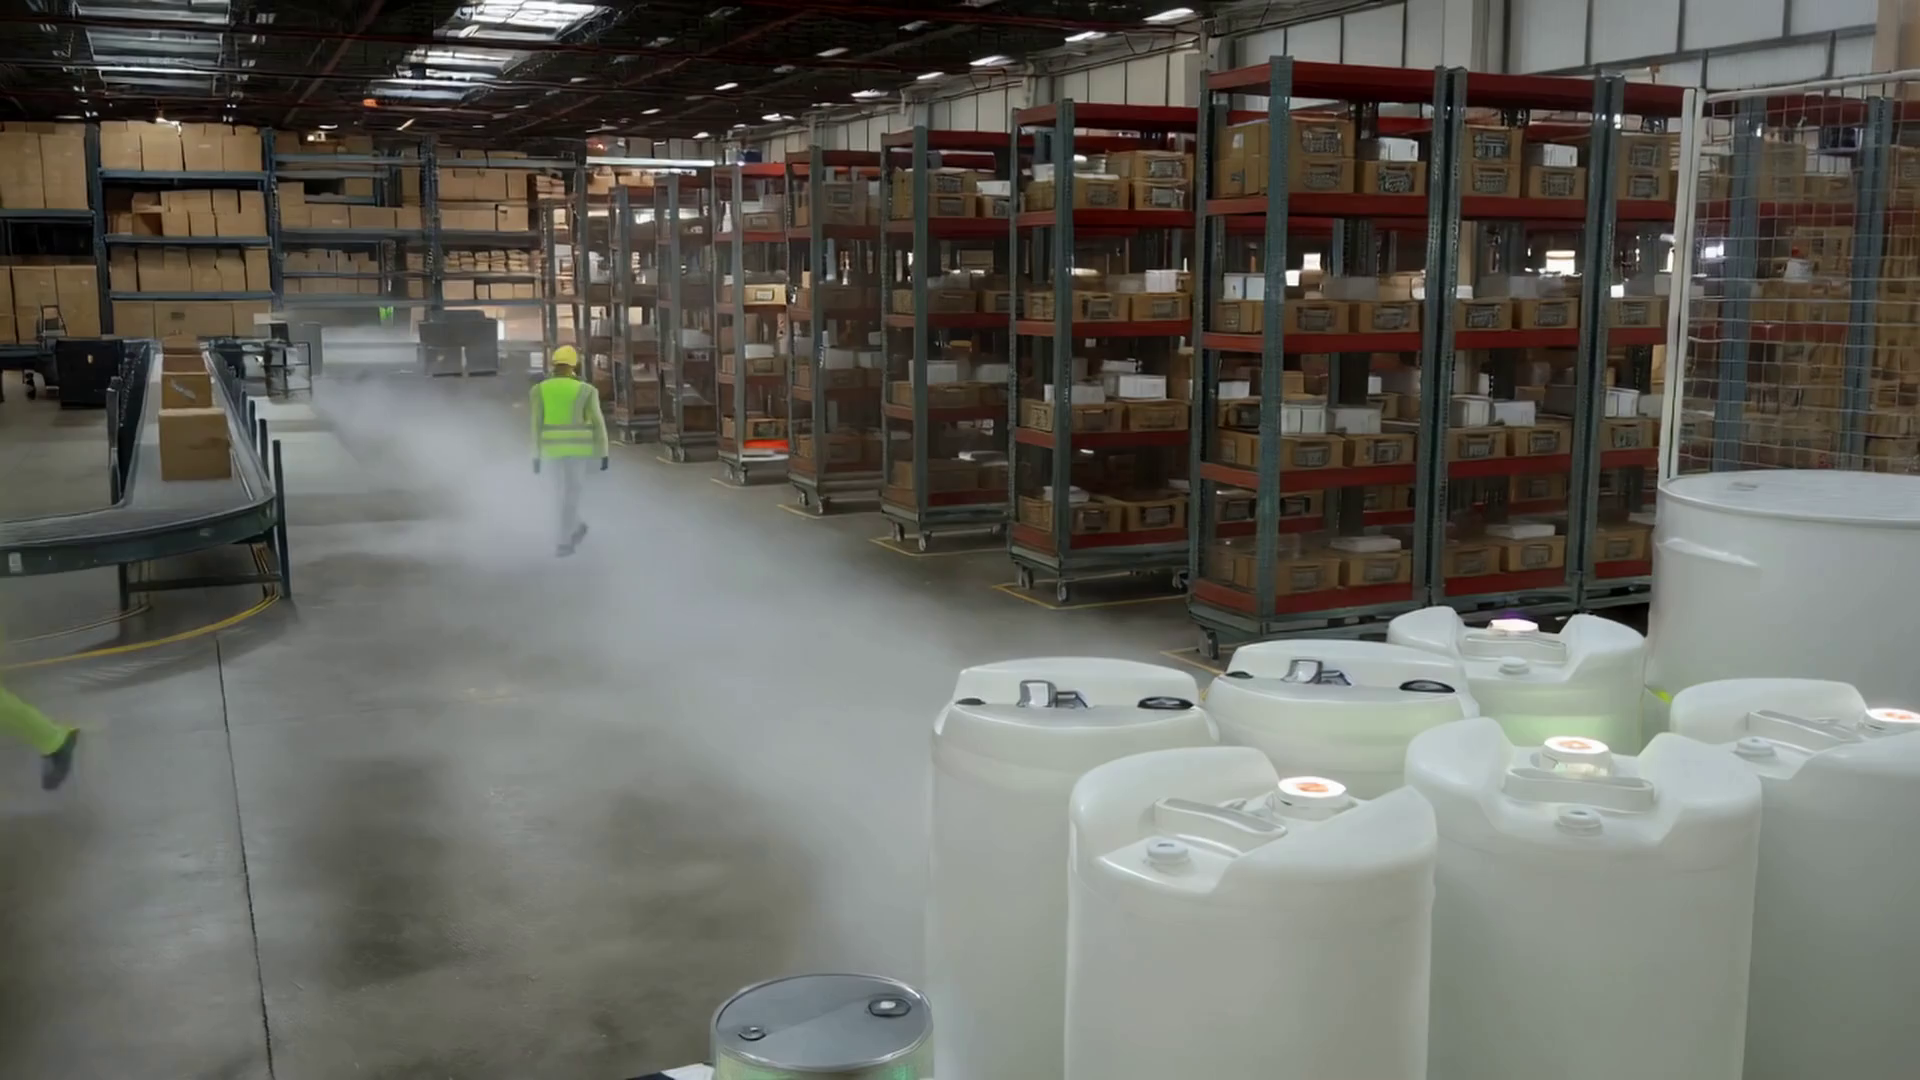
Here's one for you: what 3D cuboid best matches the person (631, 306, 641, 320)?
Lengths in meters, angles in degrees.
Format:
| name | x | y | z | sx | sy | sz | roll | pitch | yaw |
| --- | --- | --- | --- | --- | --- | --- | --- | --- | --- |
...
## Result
| name | x | y | z | sx | sy | sz | roll | pitch | yaw |
| --- | --- | --- | --- | --- | --- | --- | --- | --- | --- |
| person | -8.900 | -5.925 | 45.862 | 0.798 | 1.913 | 0.549 | -5 | 10 | -28 |

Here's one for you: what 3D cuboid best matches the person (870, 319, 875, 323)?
| name | x | y | z | sx | sy | sz | roll | pitch | yaw |
| --- | --- | --- | --- | --- | --- | --- | --- | --- | --- |
| person | -2.589 | -6.901 | 51.861 | 0.643 | 1.926 | 0.543 | -3 | 10 | -19 |

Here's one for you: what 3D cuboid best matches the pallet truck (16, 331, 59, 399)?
| name | x | y | z | sx | sy | sz | roll | pitch | yaw |
| --- | --- | --- | --- | --- | --- | --- | --- | --- | --- |
| pallet truck | -17.082 | -3.353 | 31.781 | 1.630 | 1.274 | 0.653 | -4 | 10 | -25 |

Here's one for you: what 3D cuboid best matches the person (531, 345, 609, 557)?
| name | x | y | z | sx | sy | sz | roll | pitch | yaw |
| --- | --- | --- | --- | --- | --- | --- | --- | --- | --- |
| person | -3.335 | -0.782 | 14.329 | 0.622 | 1.778 | 0.934 | 1 | 9 | 8 |

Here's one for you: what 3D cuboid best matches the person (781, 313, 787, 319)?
| name | x | y | z | sx | sy | sz | roll | pitch | yaw |
| --- | --- | --- | --- | --- | --- | --- | --- | --- | --- |
| person | -4.669 | -5.982 | 45.935 | 0.613 | 1.995 | 0.390 | -5 | 10 | -29 |

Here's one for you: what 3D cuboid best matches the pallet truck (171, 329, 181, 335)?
| name | x | y | z | sx | sy | sz | roll | pitch | yaw |
| --- | --- | --- | --- | --- | --- | --- | --- | --- | --- |
| pallet truck | -17.275 | -3.851 | 35.096 | 1.601 | 1.201 | 0.680 | 0 | 9 | 1 |

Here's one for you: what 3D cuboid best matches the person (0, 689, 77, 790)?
| name | x | y | z | sx | sy | sz | roll | pitch | yaw |
| --- | --- | --- | --- | --- | --- | --- | --- | --- | --- |
| person | -4.414 | 0.297 | 7.336 | 0.647 | 1.889 | 0.763 | 5 | 10 | 27 |
